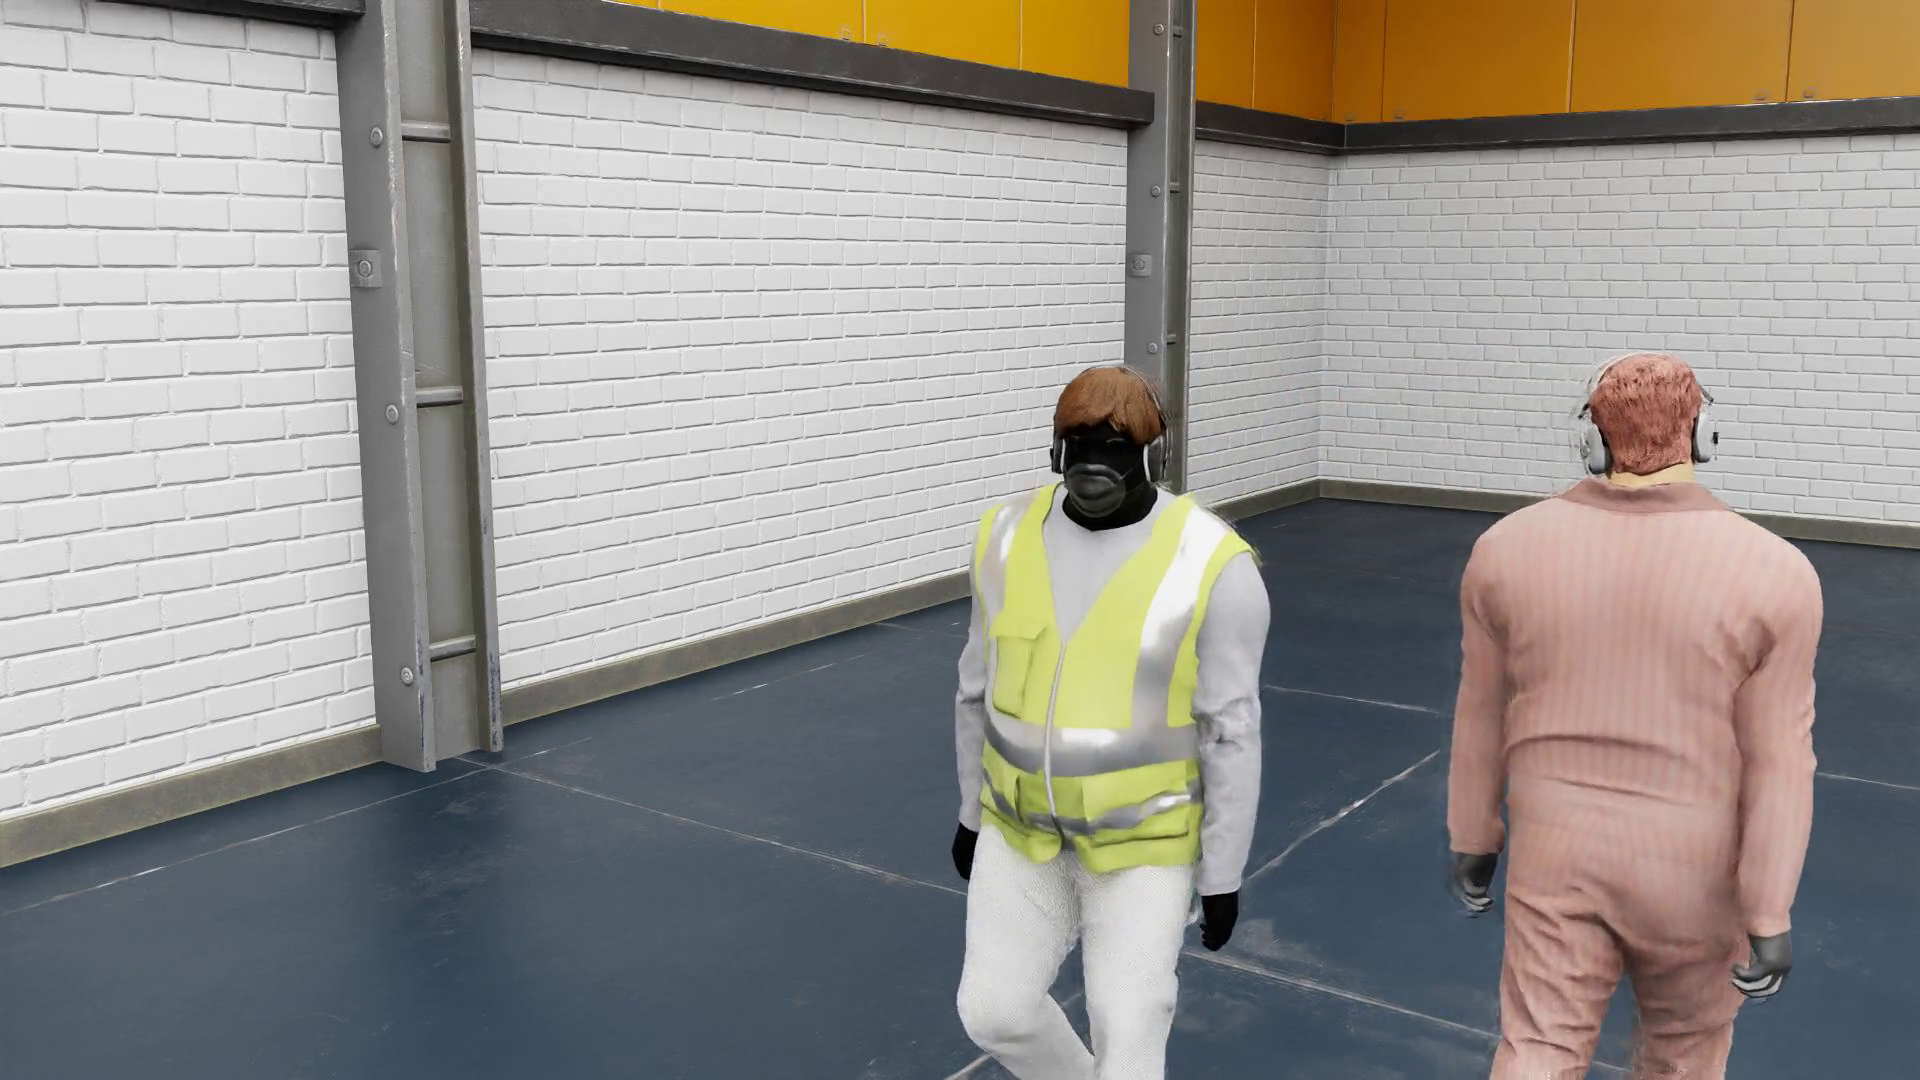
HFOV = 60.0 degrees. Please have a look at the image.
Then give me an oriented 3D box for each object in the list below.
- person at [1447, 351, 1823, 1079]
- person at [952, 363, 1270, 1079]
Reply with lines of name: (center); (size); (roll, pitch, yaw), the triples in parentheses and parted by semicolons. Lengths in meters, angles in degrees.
person: (1.201, 0.589, 3.079); (0.658, 1.869, 0.924); (7, 12, 37)
person: (0.273, 0.571, 3.251); (0.655, 1.831, 0.435); (5, 11, 28)
